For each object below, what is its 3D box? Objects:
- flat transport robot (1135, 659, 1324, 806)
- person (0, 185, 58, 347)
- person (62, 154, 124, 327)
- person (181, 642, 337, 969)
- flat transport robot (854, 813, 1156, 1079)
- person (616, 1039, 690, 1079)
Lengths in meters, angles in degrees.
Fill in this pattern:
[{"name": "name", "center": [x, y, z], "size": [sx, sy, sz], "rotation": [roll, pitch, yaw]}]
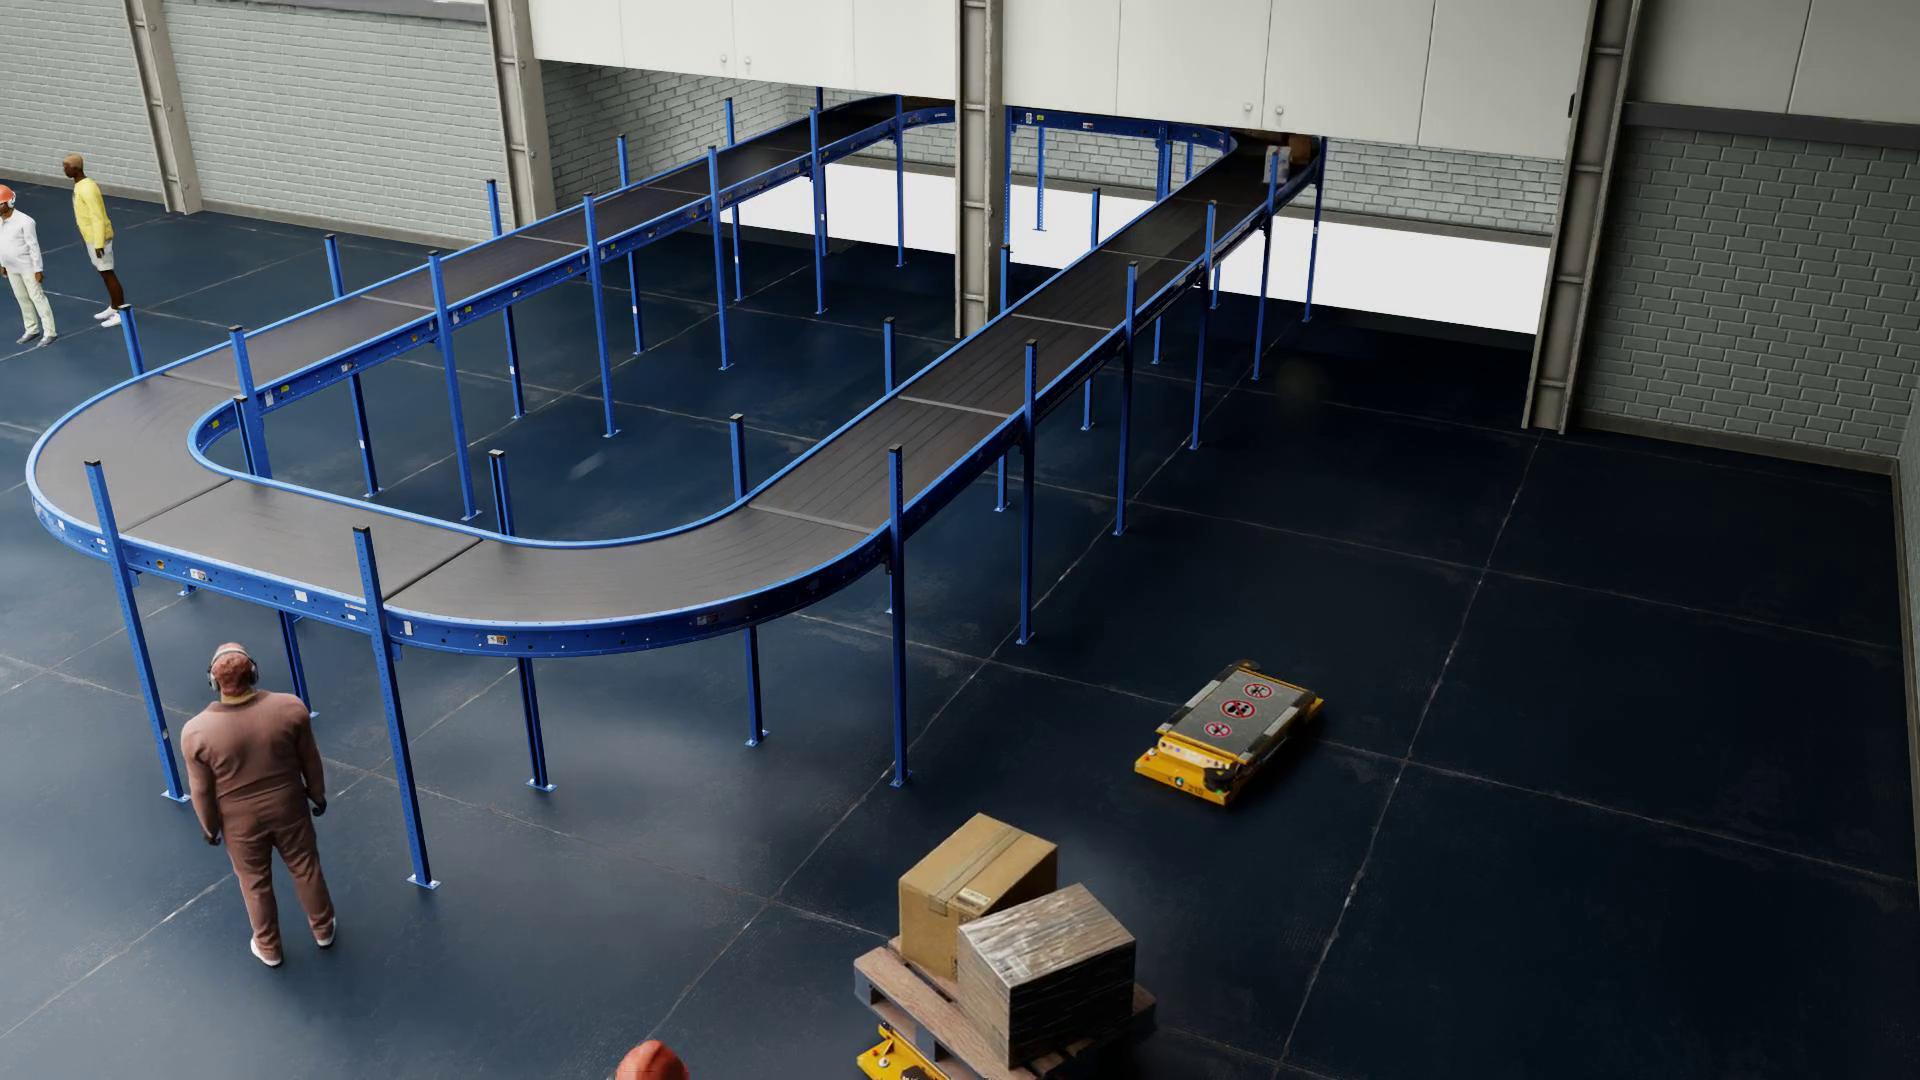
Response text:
[{"name": "flat transport robot", "center": [1.798, 1.244, 10.969], "size": [0.659, 0.231, 1.431], "rotation": [18, 32, 32]}, {"name": "person", "center": [-10.018, -2.926, 17.712], "size": [0.563, 1.743, 0.345], "rotation": [10, 28, 18]}, {"name": "person", "center": [-9.510, -3.311, 18.314], "size": [0.356, 1.898, 0.556], "rotation": [-17, 31, -30]}, {"name": "person", "center": [-3.696, 1.402, 8.812], "size": [0.650, 1.905, 0.406], "rotation": [-16, 31, -29]}, {"name": "flat transport robot", "center": [0.229, 2.470, 8.499], "size": [1.431, 0.231, 0.659], "rotation": [-20, 33, -35]}, {"name": "person", "center": [-1.083, 2.659, 6.137], "size": [0.619, 2.025, 0.436], "rotation": [9, 28, 17]}]
